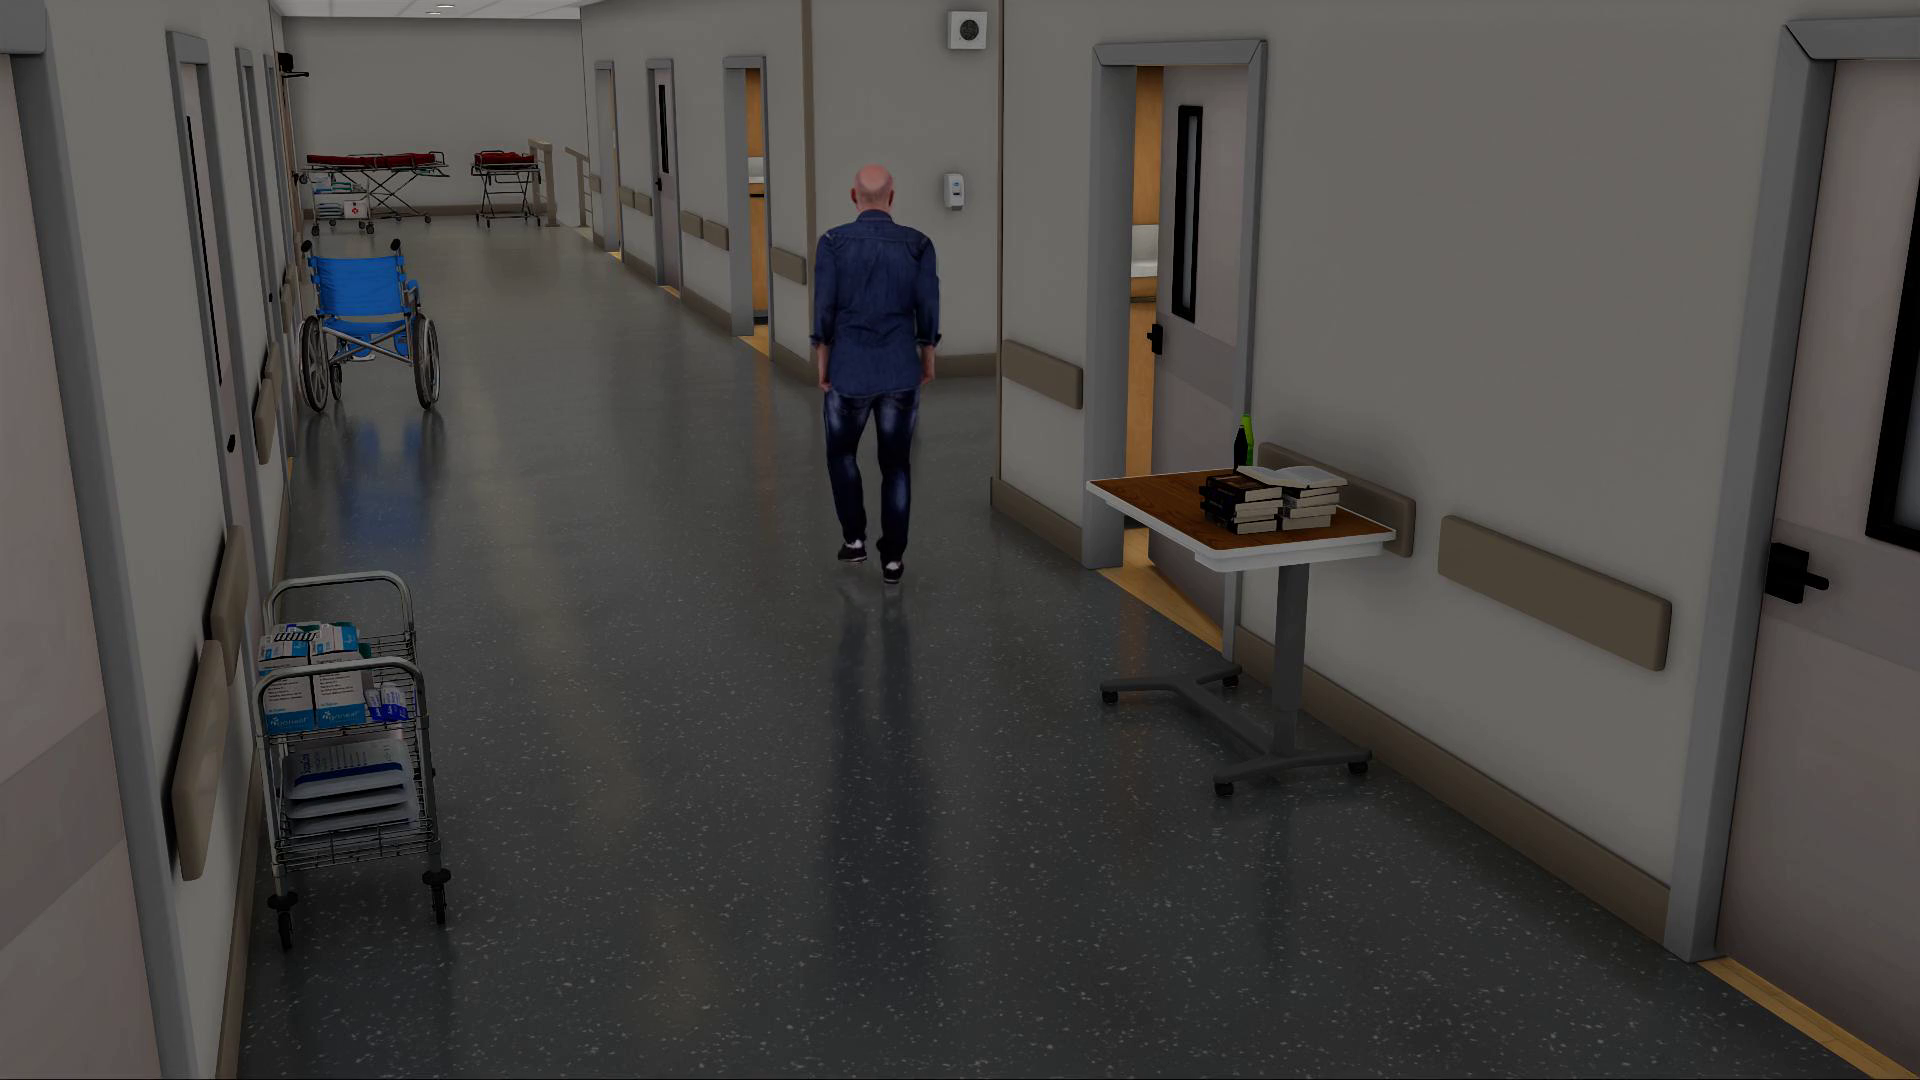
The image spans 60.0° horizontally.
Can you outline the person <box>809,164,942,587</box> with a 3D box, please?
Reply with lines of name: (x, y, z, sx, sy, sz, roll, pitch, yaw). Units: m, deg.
person: (-0.364, -0.675, 7.153, 0.799, 1.806, 0.745, -2, 16, -8)
